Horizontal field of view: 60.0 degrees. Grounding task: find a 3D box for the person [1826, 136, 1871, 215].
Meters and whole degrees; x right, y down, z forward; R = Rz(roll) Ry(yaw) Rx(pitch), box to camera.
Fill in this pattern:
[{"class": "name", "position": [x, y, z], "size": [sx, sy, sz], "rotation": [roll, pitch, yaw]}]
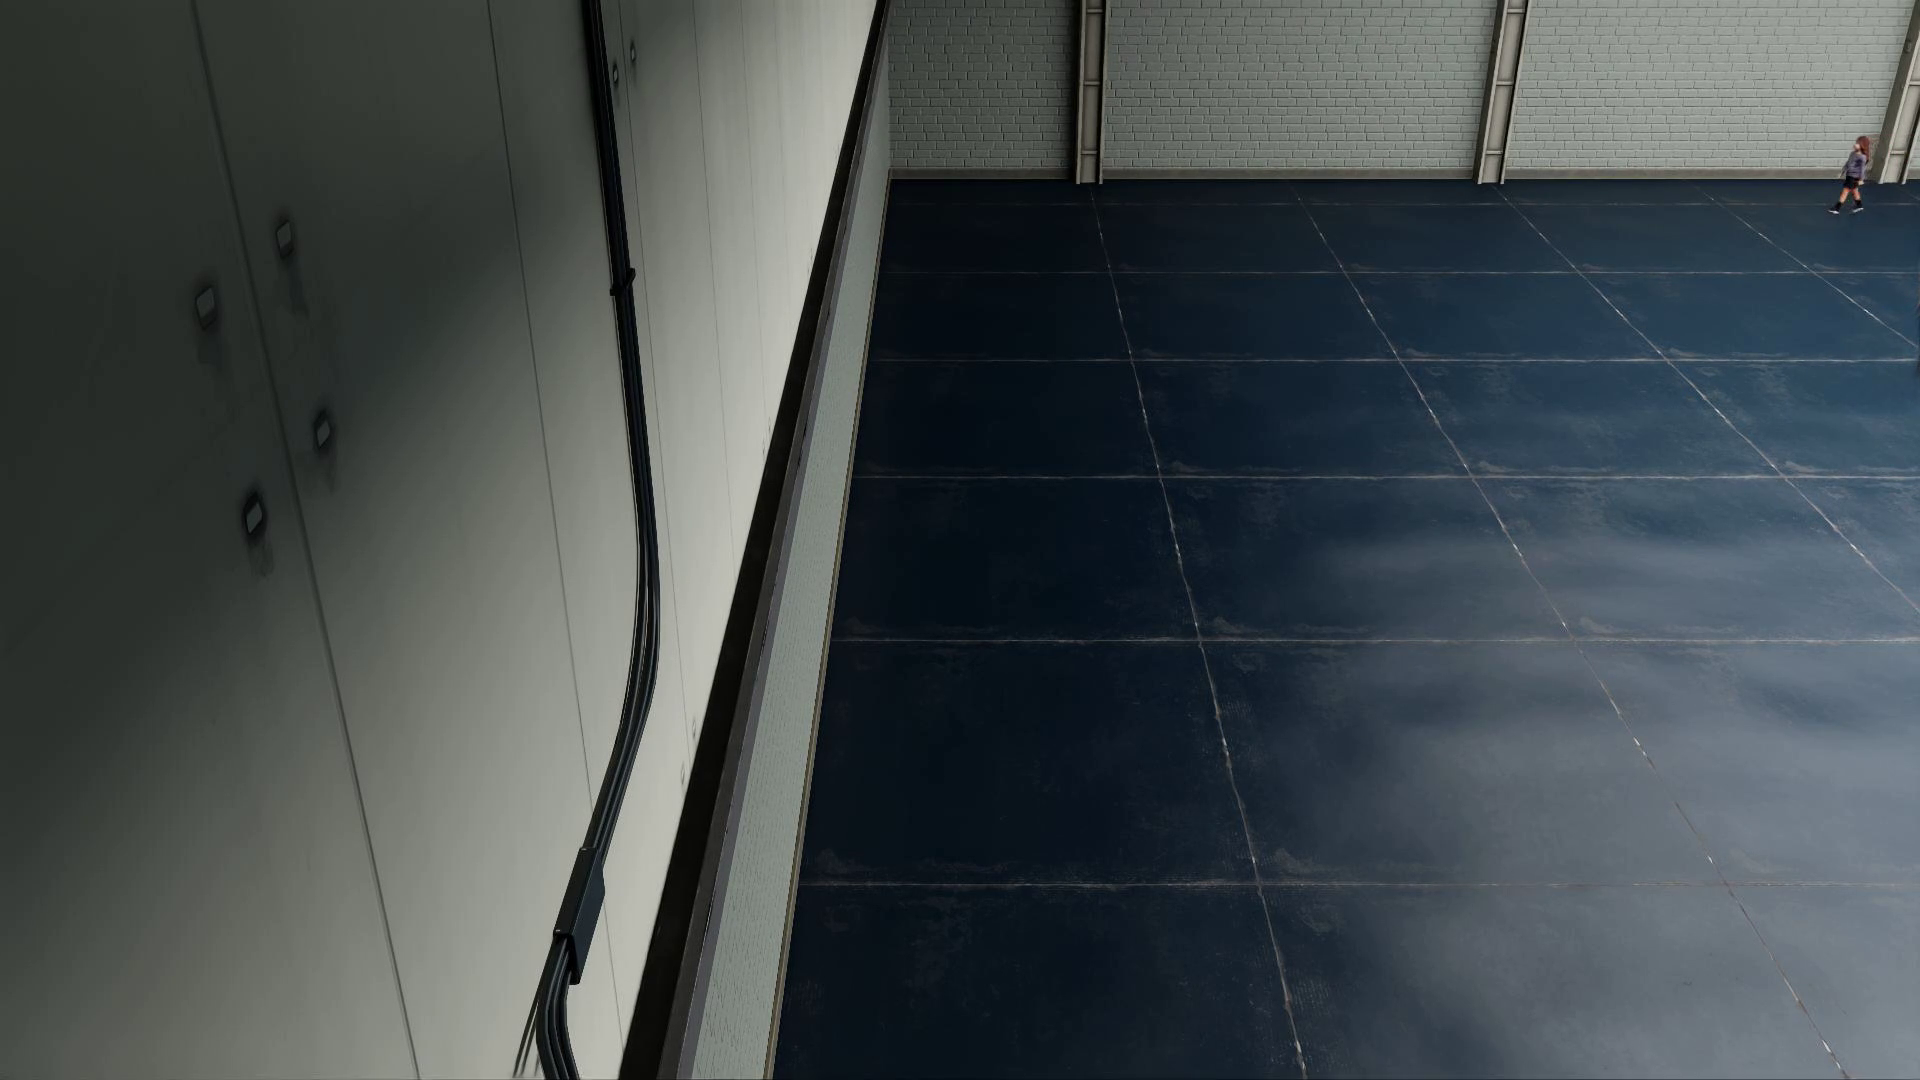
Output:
[{"class": "person", "position": [12.564, -5.103, 23.276], "size": [0.764, 1.082, 0.471], "rotation": [-1, 28, -1]}]
